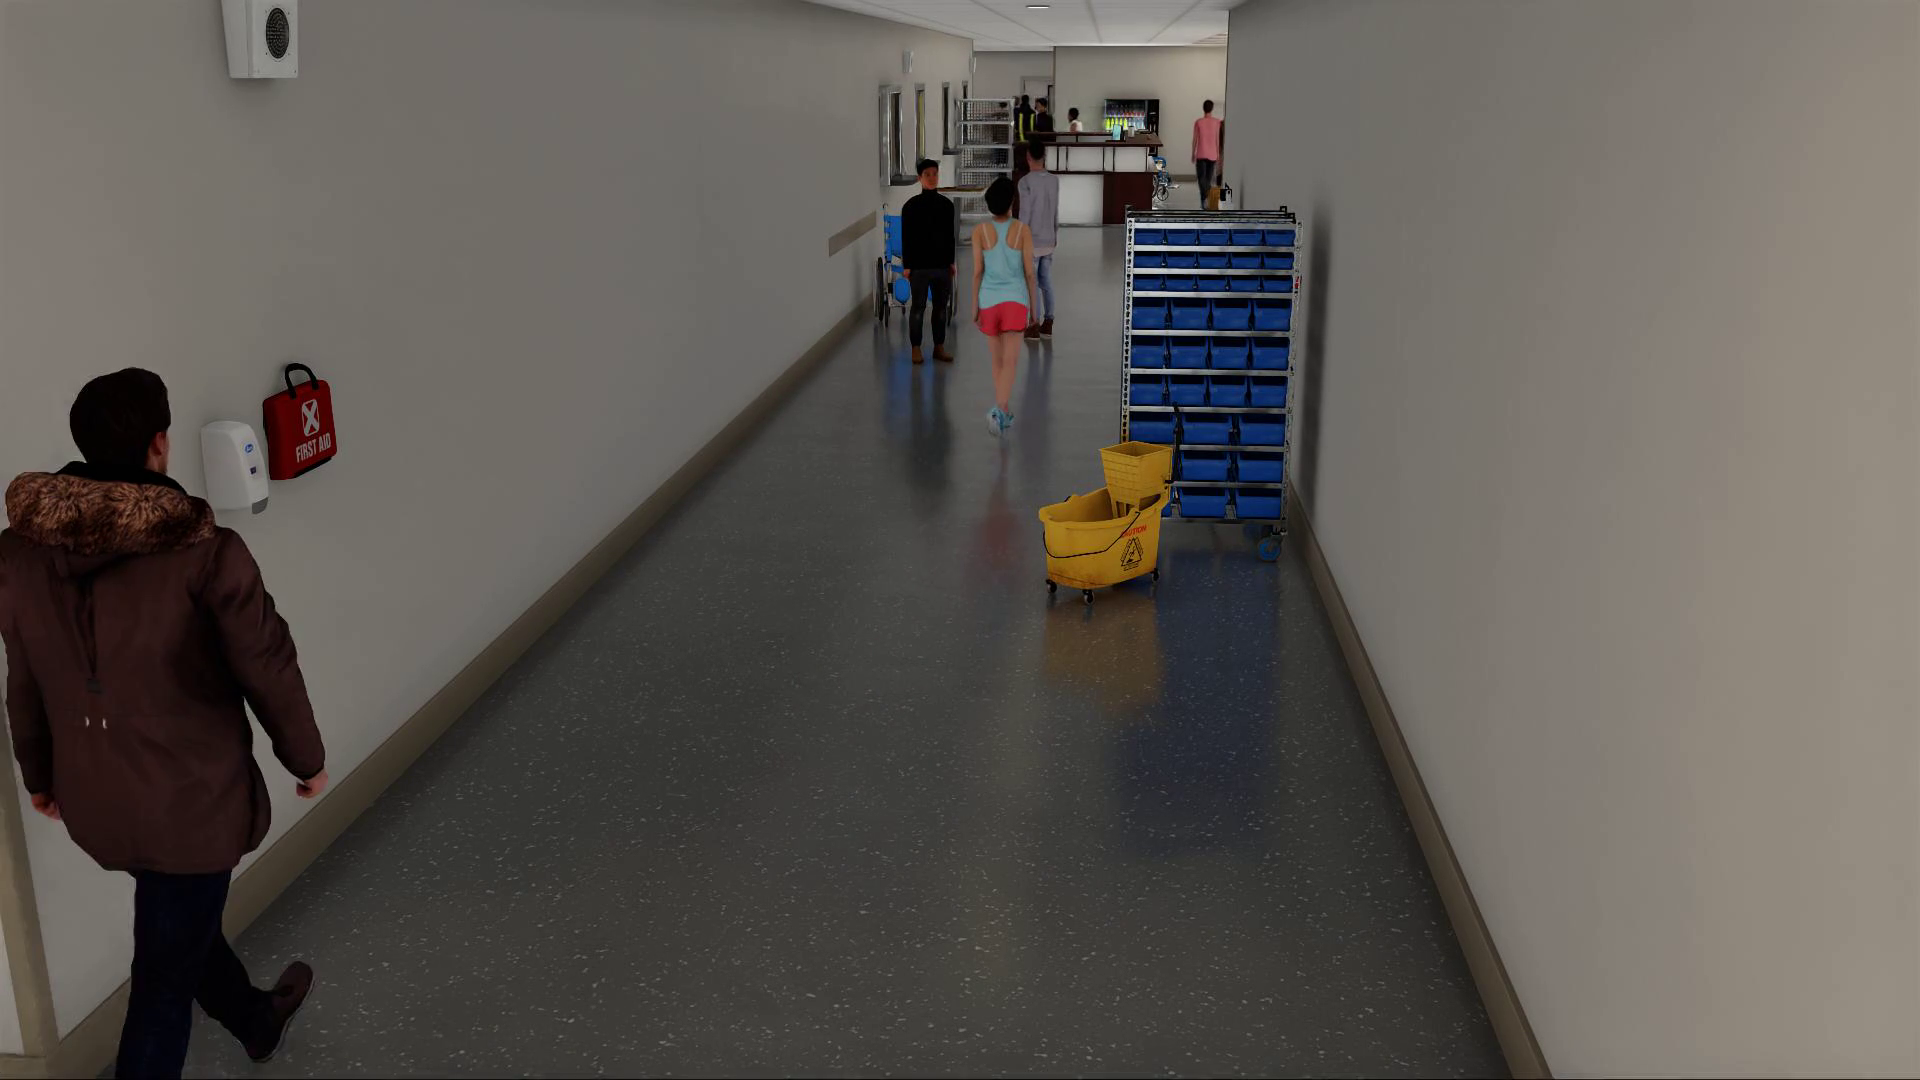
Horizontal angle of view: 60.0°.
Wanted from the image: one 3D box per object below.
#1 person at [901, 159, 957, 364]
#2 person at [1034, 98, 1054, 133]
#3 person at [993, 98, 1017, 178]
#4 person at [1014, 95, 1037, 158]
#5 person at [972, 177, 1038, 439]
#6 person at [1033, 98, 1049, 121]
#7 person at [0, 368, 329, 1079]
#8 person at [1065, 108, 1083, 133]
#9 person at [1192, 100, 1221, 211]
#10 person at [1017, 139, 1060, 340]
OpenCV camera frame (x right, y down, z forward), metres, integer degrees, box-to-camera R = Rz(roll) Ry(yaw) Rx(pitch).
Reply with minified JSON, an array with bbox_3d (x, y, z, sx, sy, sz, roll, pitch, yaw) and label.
[{"bbox_3d":[-0.263,-2.406,14.341,0.651,1.723,0.786,-7,17,-22],"label":"person"},{"bbox_3d":[1.733,-7.762,32.958,0.828,1.930,0.810,-4,16,-15],"label":"person"},{"bbox_3d":[0.954,-8.649,36.252,1.143,1.850,0.814,3,16,12],"label":"person"},{"bbox_3d":[1.547,-9.537,39.318,1.178,1.895,1.125,-4,16,-14],"label":"person"},{"bbox_3d":[0.281,-1.530,11.214,1.108,1.734,0.715,3,16,10],"label":"person"},{"bbox_3d":[2.015,-10.057,41.352,0.829,1.792,0.815,7,17,24],"label":"person"},{"bbox_3d":[-1.787,0.586,3.581,1.076,1.803,0.949,4,16,14],"label":"person"},{"bbox_3d":[2.551,-8.524,36.178,1.164,1.650,0.808,4,16,15],"label":"person"},{"bbox_3d":[4.374,-6.792,29.516,1.146,1.930,0.789,-1,16,-2],"label":"person"},{"bbox_3d":[0.723,-2.829,15.628,0.752,1.839,0.795,-15,21,-42],"label":"person"}]
